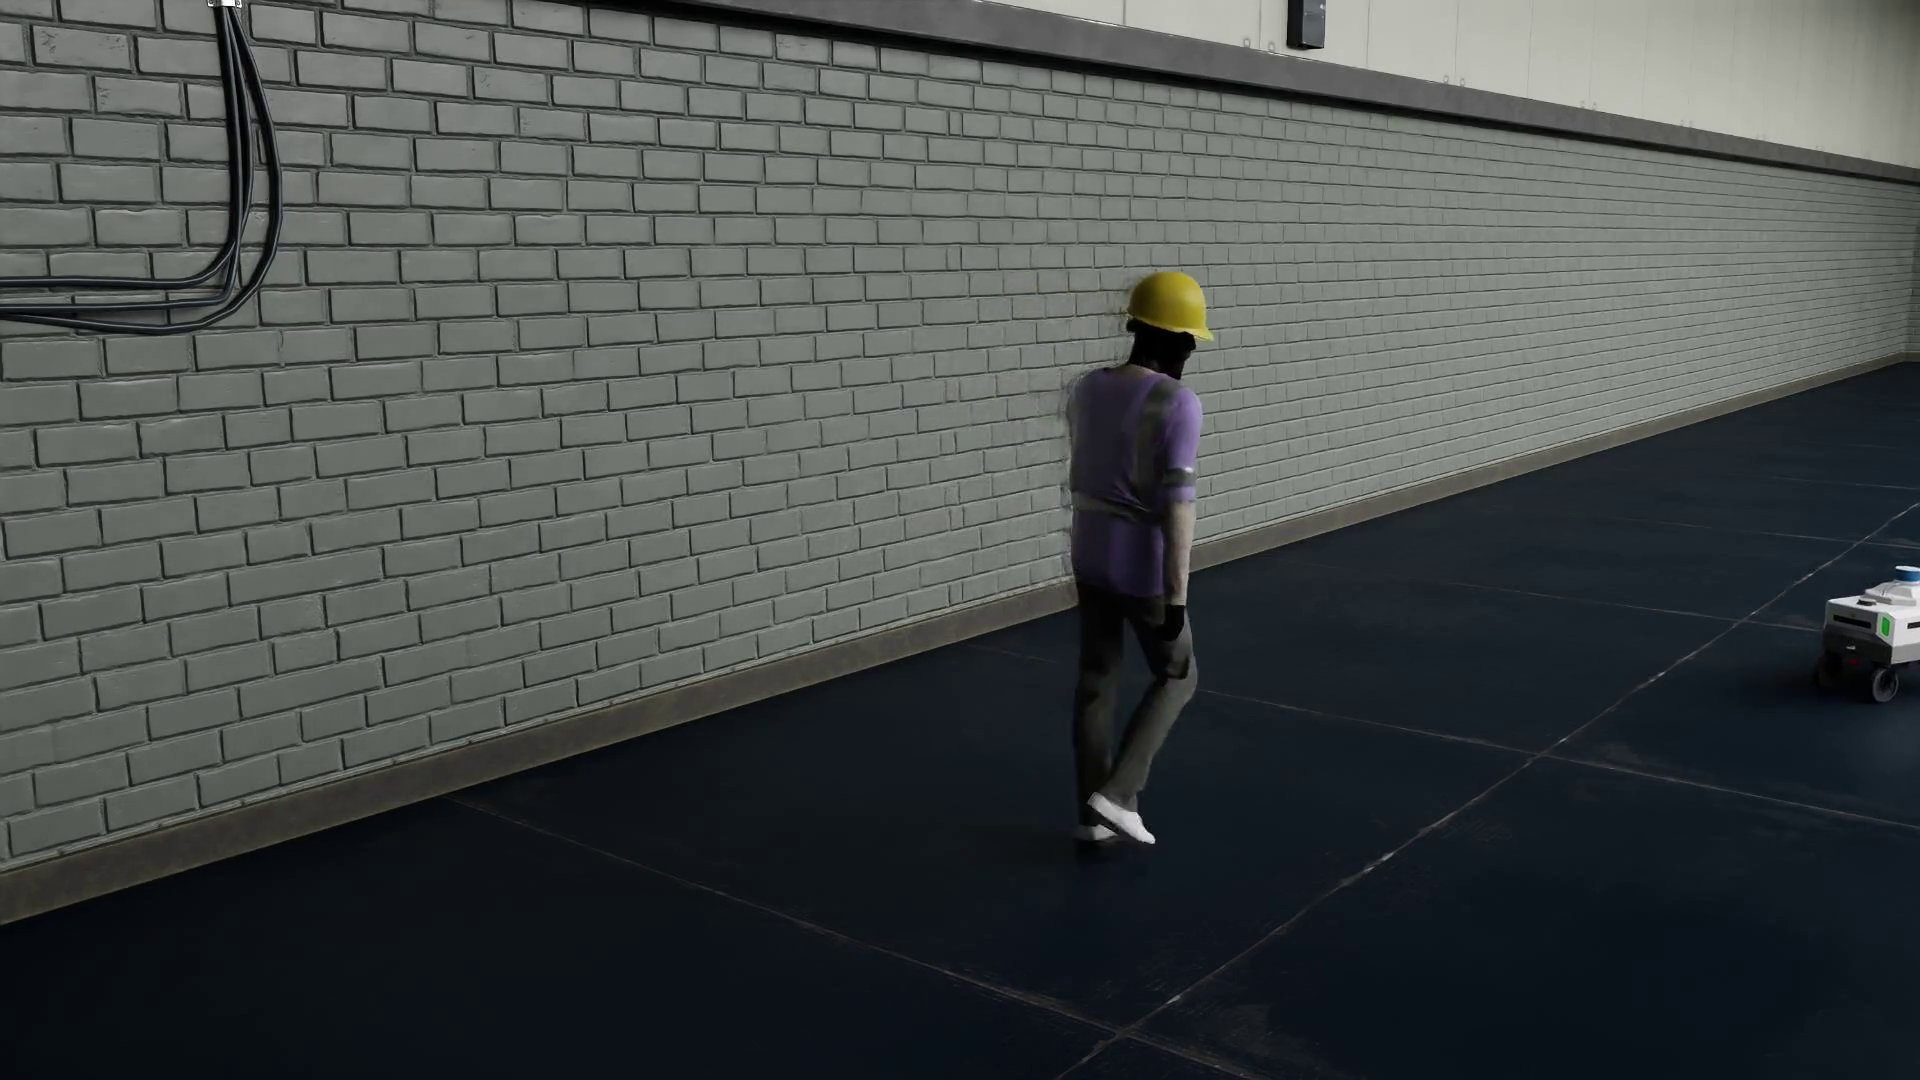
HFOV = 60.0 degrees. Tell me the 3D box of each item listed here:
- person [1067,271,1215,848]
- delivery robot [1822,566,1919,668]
[{"bbox_3d":[0.556,0.085,5.422,0.420,1.897,0.632,-10,14,-42],"label":"person"},{"bbox_3d":[4.243,0.361,7.486,0.707,0.478,0.477,-5,11,-25],"label":"delivery robot"}]
